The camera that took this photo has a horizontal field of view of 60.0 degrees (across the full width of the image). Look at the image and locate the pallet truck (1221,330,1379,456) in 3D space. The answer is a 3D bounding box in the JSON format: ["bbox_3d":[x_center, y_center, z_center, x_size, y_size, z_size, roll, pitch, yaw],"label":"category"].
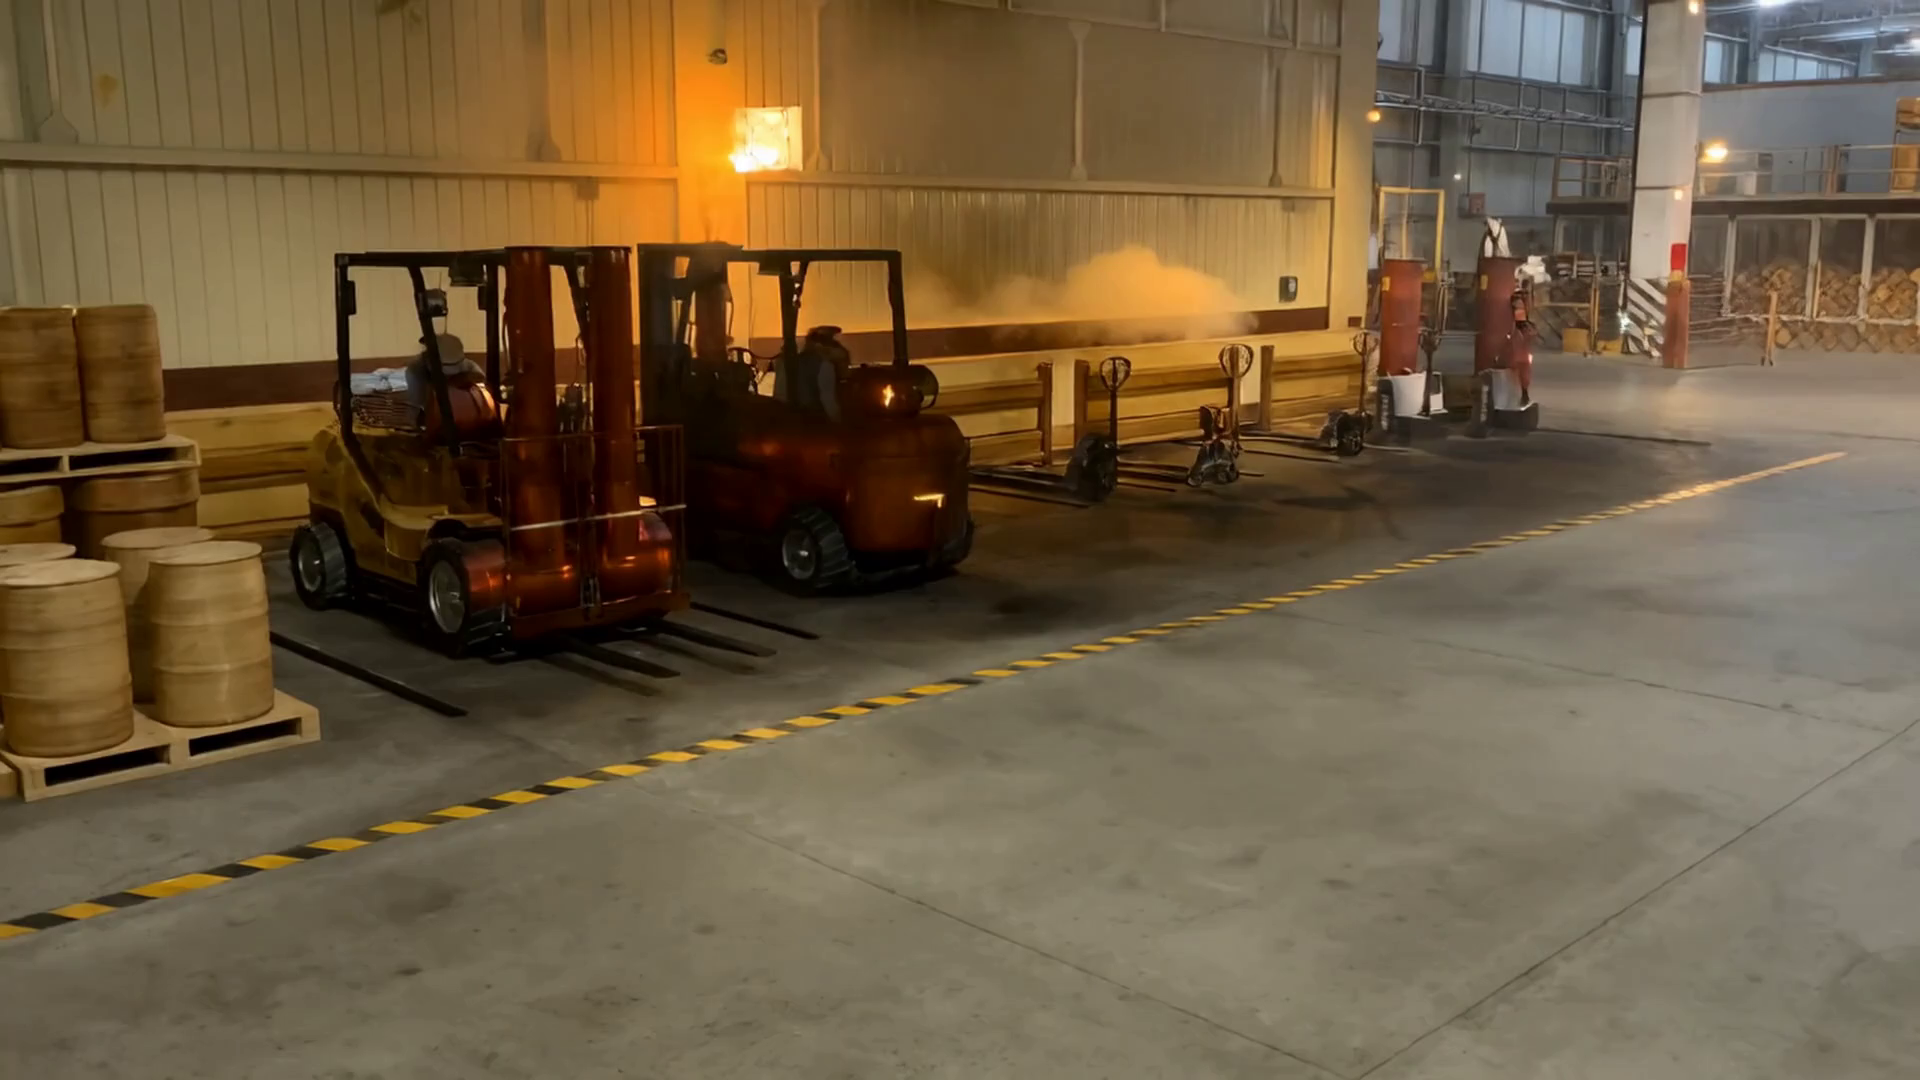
[{"bbox_3d":[3.563,-1.581,17.381,0.653,1.274,1.630,-10,14,-44],"label":"pallet truck"}]

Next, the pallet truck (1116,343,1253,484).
[{"bbox_3d":[1.962,-1.215,15.415,1.522,1.261,0.704,10,14,43],"label":"pallet truck"}]

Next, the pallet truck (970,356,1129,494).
[{"bbox_3d":[0.784,-1.085,14.876,0.680,1.201,1.601,-10,14,-44],"label":"pallet truck"}]

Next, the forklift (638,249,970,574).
[{"bbox_3d":[-1.173,-0.958,11.239,2.680,1.987,1.157,10,14,43],"label":"forklift"}]

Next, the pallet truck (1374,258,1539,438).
[{"bbox_3d":[5.704,-2.208,18.901,1.885,1.965,0.823,10,14,43],"label":"pallet truck"}]

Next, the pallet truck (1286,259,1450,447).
[{"bbox_3d":[4.493,-2.078,18.196,0.823,1.965,1.885,-9,14,-40],"label":"pallet truck"}]

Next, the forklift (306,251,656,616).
[{"bbox_3d":[-2.833,-0.669,9.694,1.157,1.987,2.680,-10,14,-44],"label":"forklift"}]
